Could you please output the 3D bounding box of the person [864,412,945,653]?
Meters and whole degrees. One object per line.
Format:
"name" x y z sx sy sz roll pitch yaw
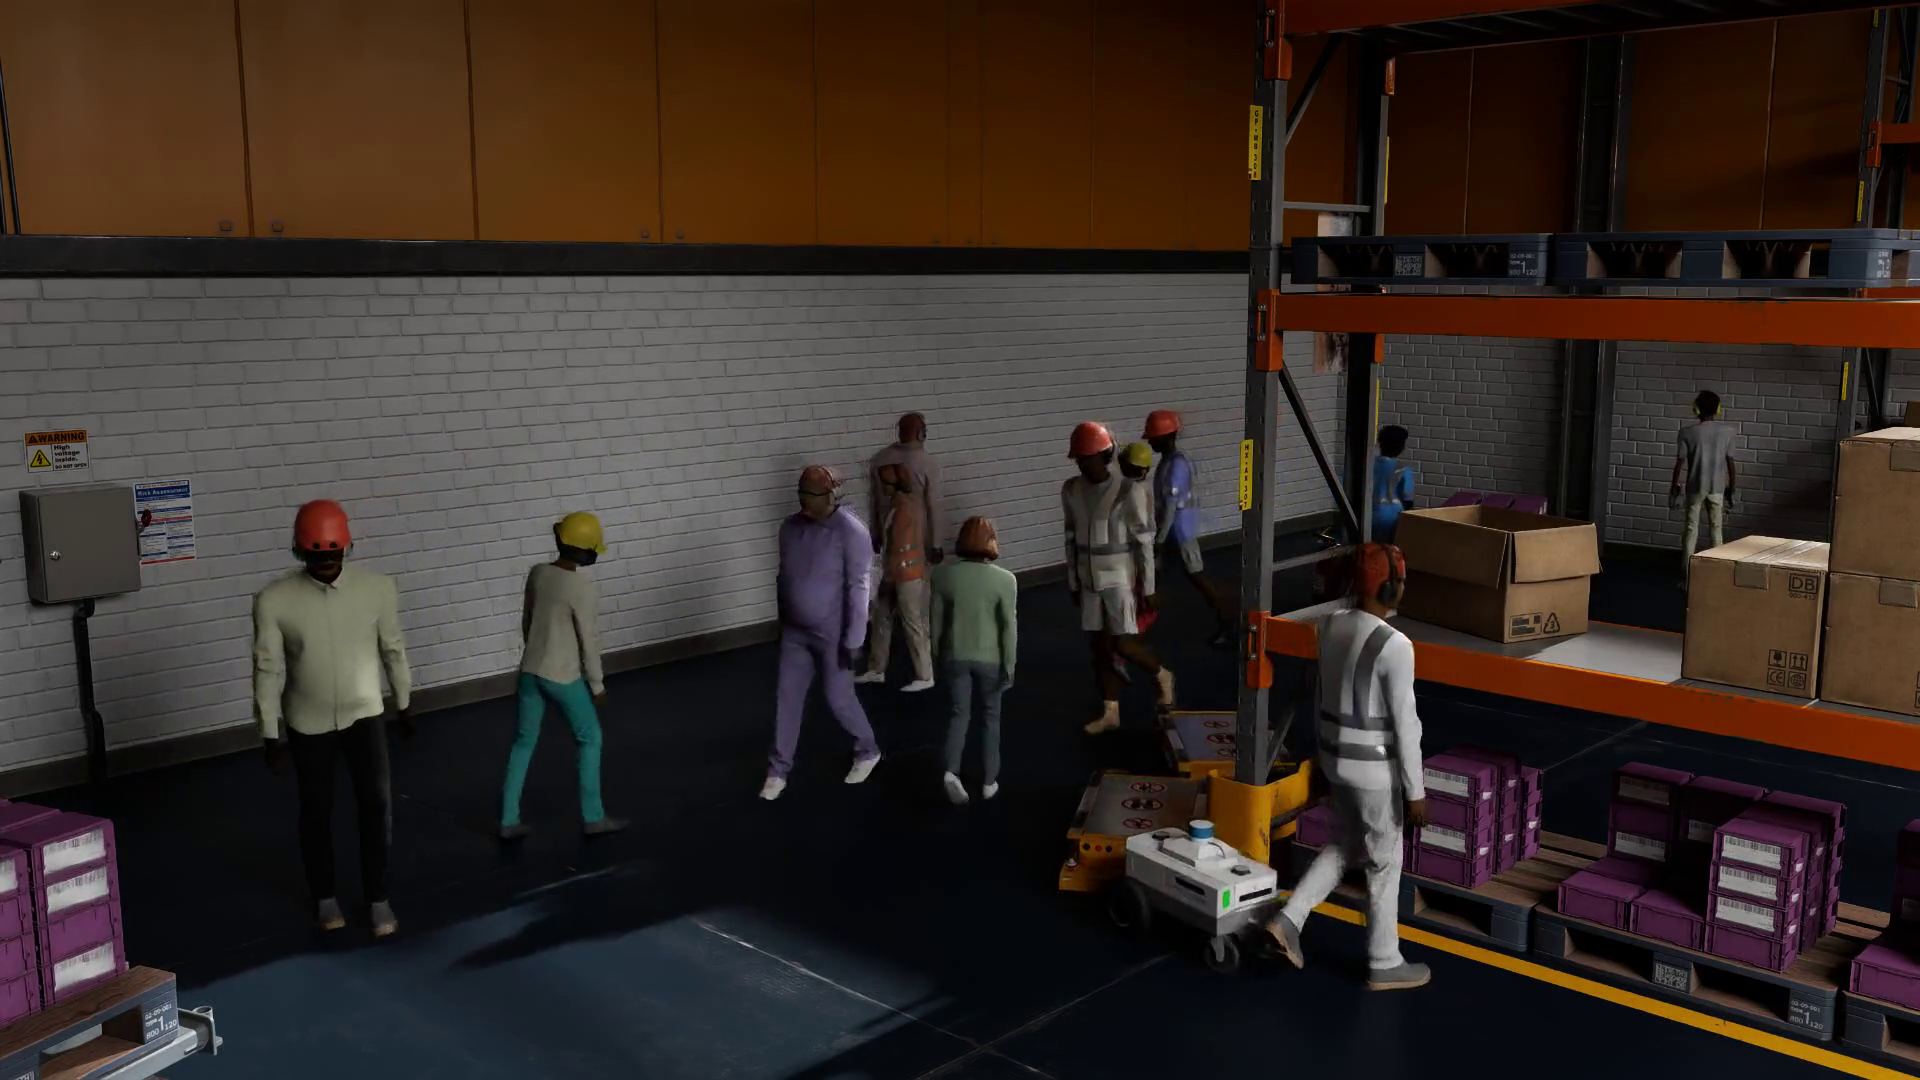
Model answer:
"person" -0.435 -0.028 12.595 0.673 1.882 0.706 6 11 31

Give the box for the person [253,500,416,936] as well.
"person" -2.728 0.792 7.298 0.697 1.961 0.708 -5 11 -29

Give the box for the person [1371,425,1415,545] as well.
"person" 3.553 -0.129 13.829 0.630 1.662 0.533 -8 12 -40

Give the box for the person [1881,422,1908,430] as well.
"person" 6.352 0.142 11.419 0.596 1.916 0.372 6 11 31

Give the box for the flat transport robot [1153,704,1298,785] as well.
"flat transport robot" 1.535 1.233 9.765 0.652 0.197 1.431 0 9 0

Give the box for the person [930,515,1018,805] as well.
"person" 0.054 0.675 9.100 0.511 1.605 0.602 2 9 11

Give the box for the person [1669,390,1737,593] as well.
"person" 6.759 -0.431 15.113 0.546 1.860 0.368 3 10 15

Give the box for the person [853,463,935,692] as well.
"person" -0.492 0.266 11.590 0.710 1.609 0.549 -1 9 -4

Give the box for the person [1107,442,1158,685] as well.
"person" 1.173 0.178 11.687 0.360 1.747 0.568 -8 12 -40

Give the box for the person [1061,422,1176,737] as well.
"person" 0.969 0.243 10.500 0.638 2.010 0.770 9 13 43

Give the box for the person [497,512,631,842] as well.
"person" -2.055 0.710 8.534 0.557 1.717 0.639 7 11 36

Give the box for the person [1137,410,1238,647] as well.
"person" 1.717 -0.076 12.923 1.022 1.881 0.561 -1 9 -9

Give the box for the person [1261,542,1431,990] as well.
"person" 1.618 0.930 6.730 0.639 1.869 0.603 -3 10 -20

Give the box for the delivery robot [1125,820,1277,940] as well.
"delivery robot" 1.042 1.460 7.217 0.477 0.478 0.707 -6 11 -33

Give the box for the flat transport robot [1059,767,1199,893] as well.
"flat transport robot" 0.922 1.453 8.412 0.652 0.197 1.431 2 9 11

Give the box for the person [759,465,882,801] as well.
"person" -0.775 0.510 9.375 0.686 1.883 0.804 6 11 33
